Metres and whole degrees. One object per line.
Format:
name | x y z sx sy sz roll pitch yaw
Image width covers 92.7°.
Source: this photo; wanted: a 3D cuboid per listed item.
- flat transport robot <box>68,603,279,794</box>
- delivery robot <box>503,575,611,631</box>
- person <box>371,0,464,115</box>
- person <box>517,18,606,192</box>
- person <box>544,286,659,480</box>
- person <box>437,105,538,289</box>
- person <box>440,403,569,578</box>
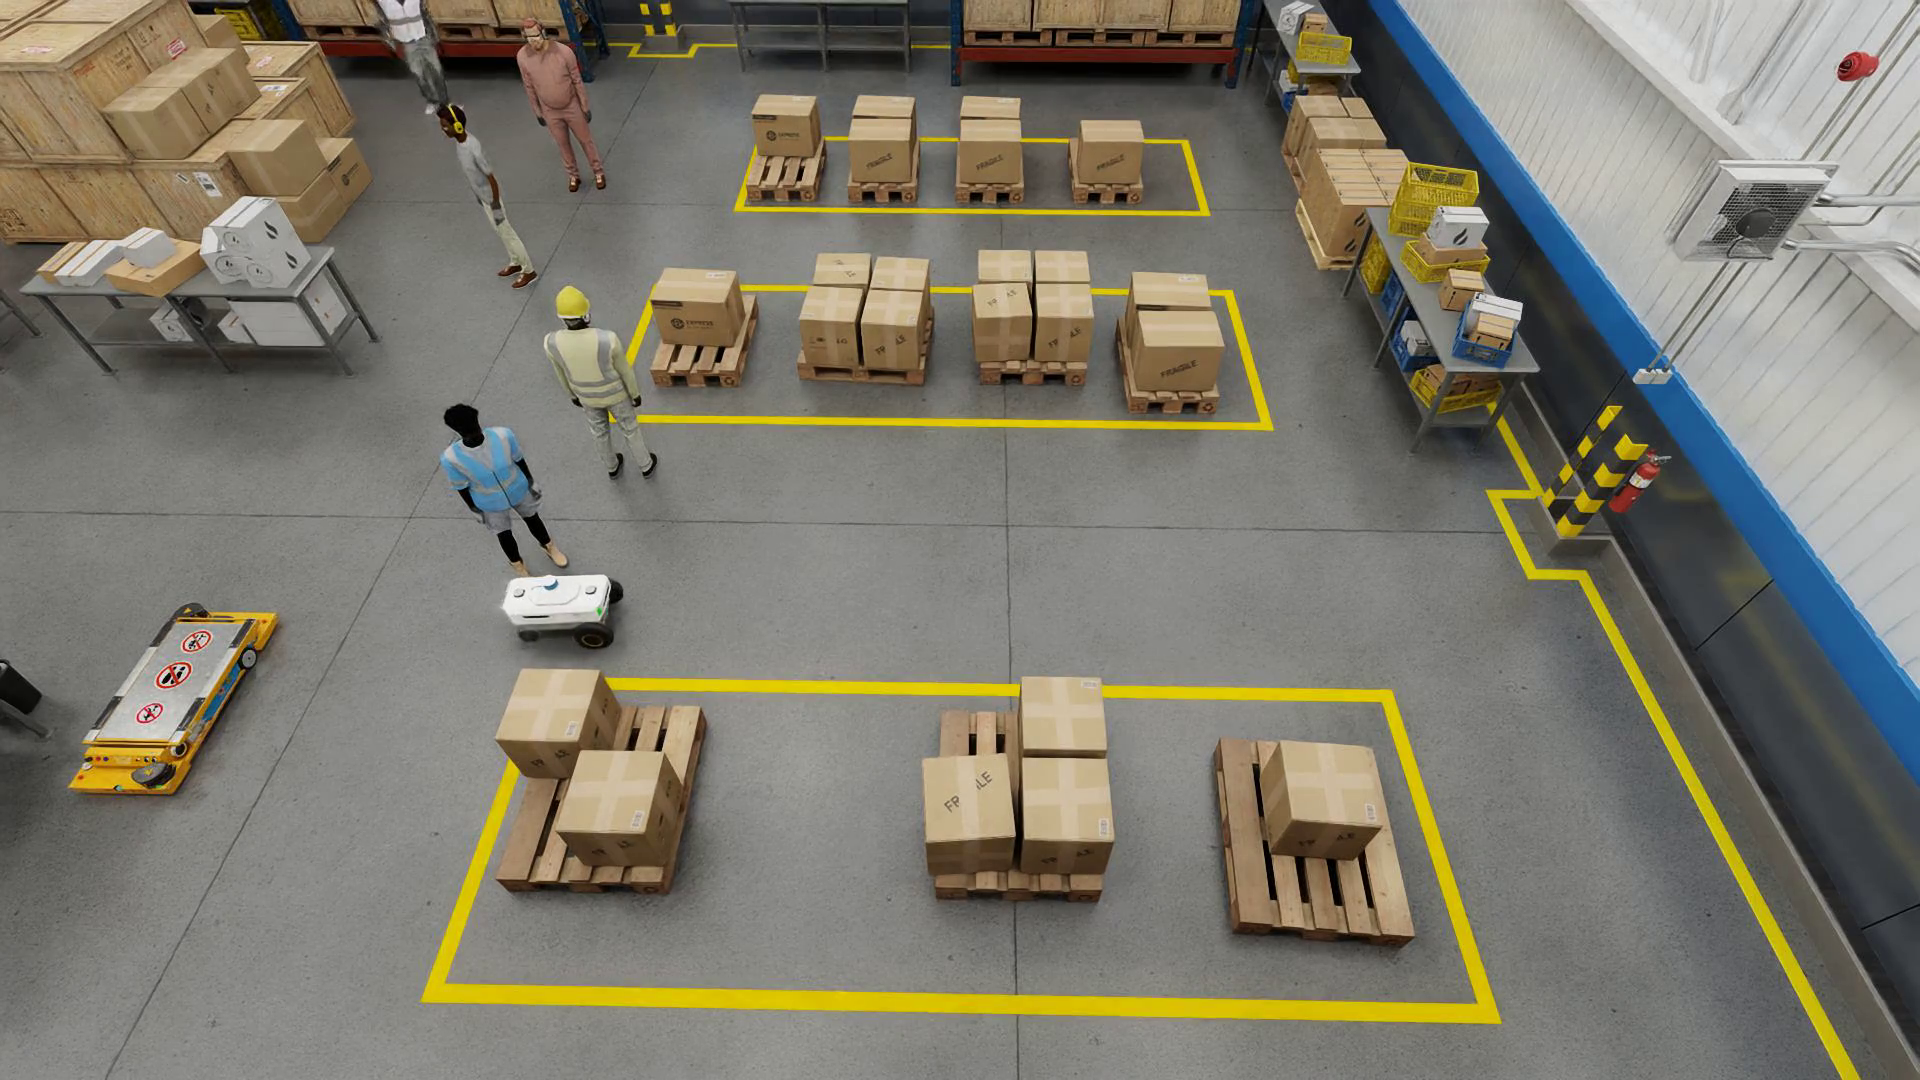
flat transport robot | -5.504 1.072 6.442 0.652 0.197 1.431 1 50 1
delivery robot | -2.942 0.441 6.732 0.707 0.478 0.477 -2 50 -2
person | -7.039 -6.425 11.747 0.631 1.877 0.500 -35 58 -26
person | -4.561 -4.935 10.470 0.647 1.901 0.402 -6 50 -5
person | -2.871 -1.210 7.364 0.597 1.824 0.403 -1 50 -1
person | -4.749 -3.424 9.206 0.326 1.874 0.519 -34 58 -25
person | -3.336 -0.323 6.693 0.532 1.699 0.318 -36 58 -26
